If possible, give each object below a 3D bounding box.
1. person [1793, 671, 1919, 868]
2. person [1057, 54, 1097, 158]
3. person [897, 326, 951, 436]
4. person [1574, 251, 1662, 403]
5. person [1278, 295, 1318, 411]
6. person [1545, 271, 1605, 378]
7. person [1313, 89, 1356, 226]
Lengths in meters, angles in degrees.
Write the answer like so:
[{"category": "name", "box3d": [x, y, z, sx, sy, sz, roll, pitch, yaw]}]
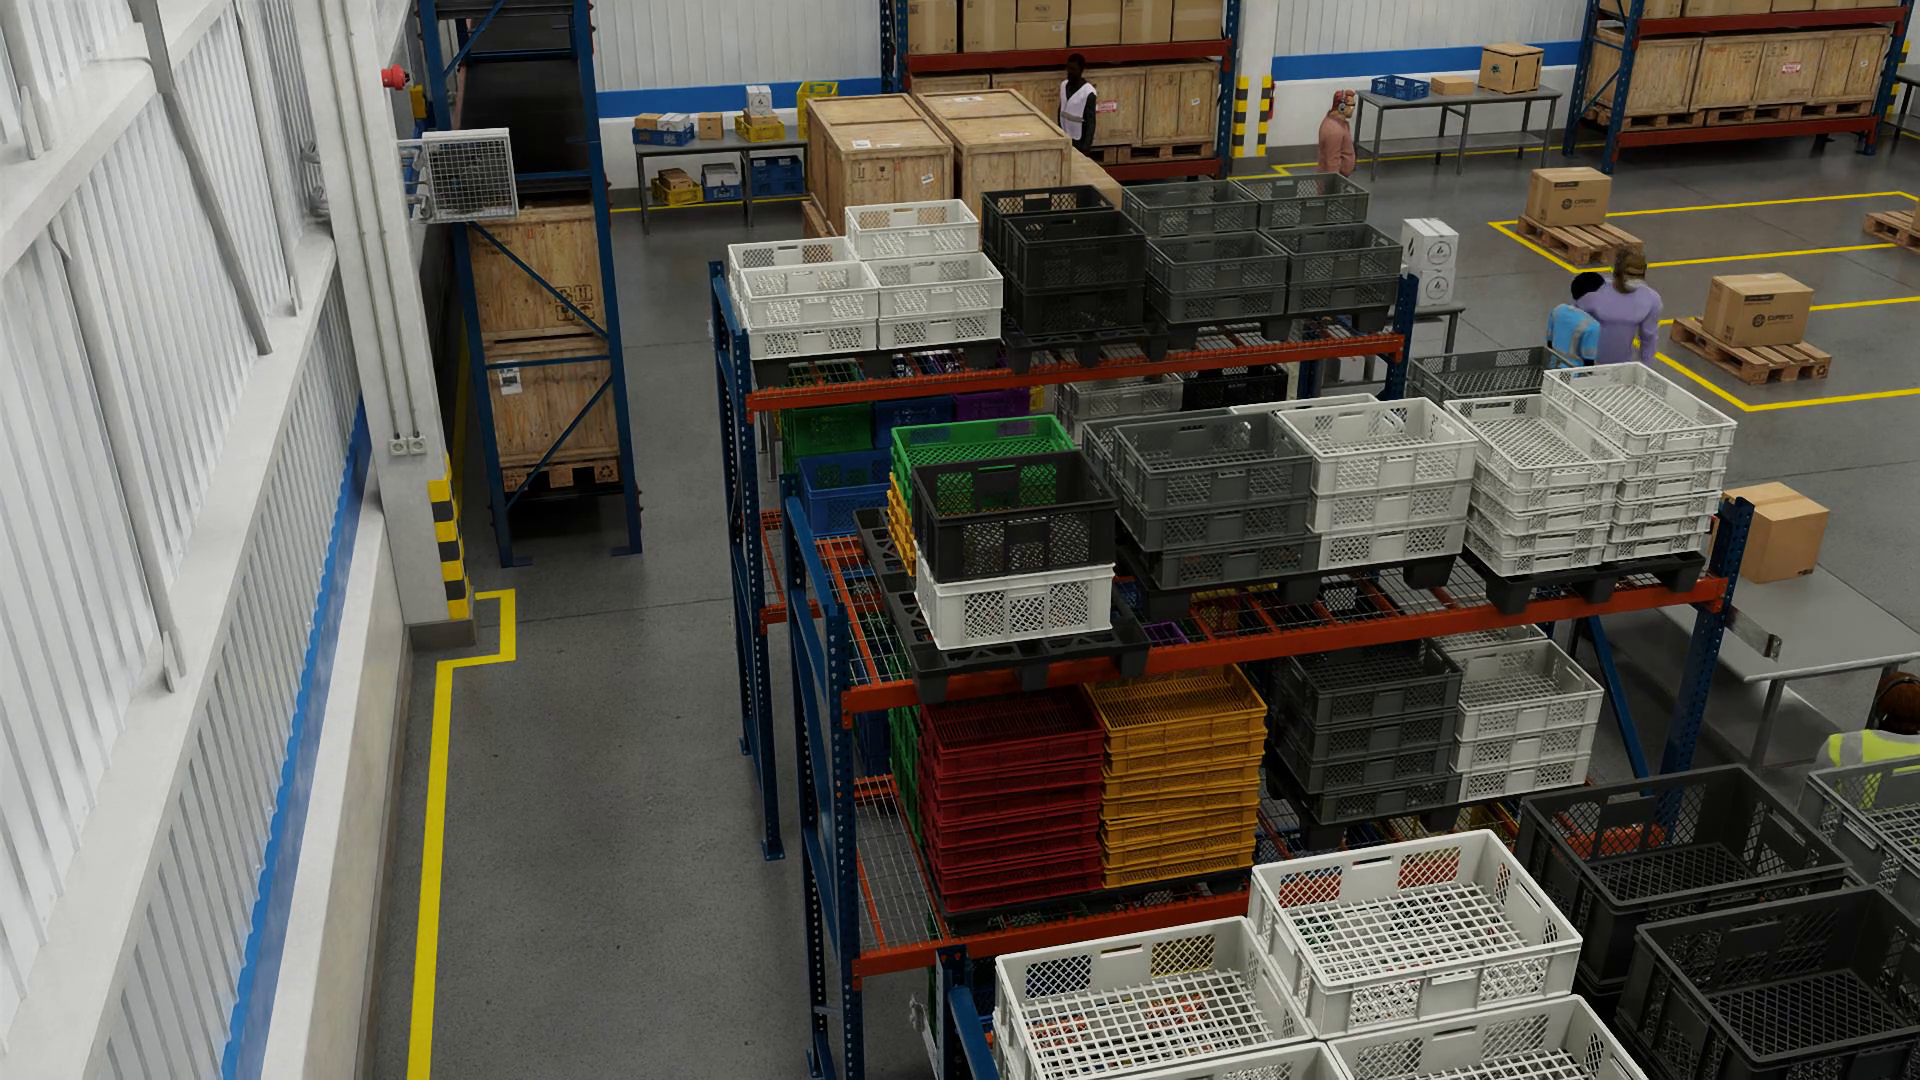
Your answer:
[{"category": "person", "box3d": [4.143, 1.426, 7.653, 0.629, 1.836, 0.430, 5, 28, 10]}, {"category": "person", "box3d": [1.308, -4.556, 18.907, 0.382, 1.918, 0.597, -18, 33, -31]}, {"category": "person", "box3d": [-0.269, -0.866, 11.946, 0.355, 1.882, 0.574, 18, 32, 30]}, {"category": "person", "box3d": [4.977, -1.292, 12.738, 0.645, 1.891, 0.970, 0, 28, 0]}, {"category": "person", "box3d": [2.660, -1.457, 13.093, 0.316, 1.861, 0.515, -3, 28, -6]}, {"category": "person", "box3d": [4.706, -1.262, 12.891, 0.321, 1.695, 0.536, -9, 29, -16]}, {"category": "person", "box3d": [3.915, -3.756, 17.411, 0.401, 1.900, 0.639, 5, 28, 9]}]
